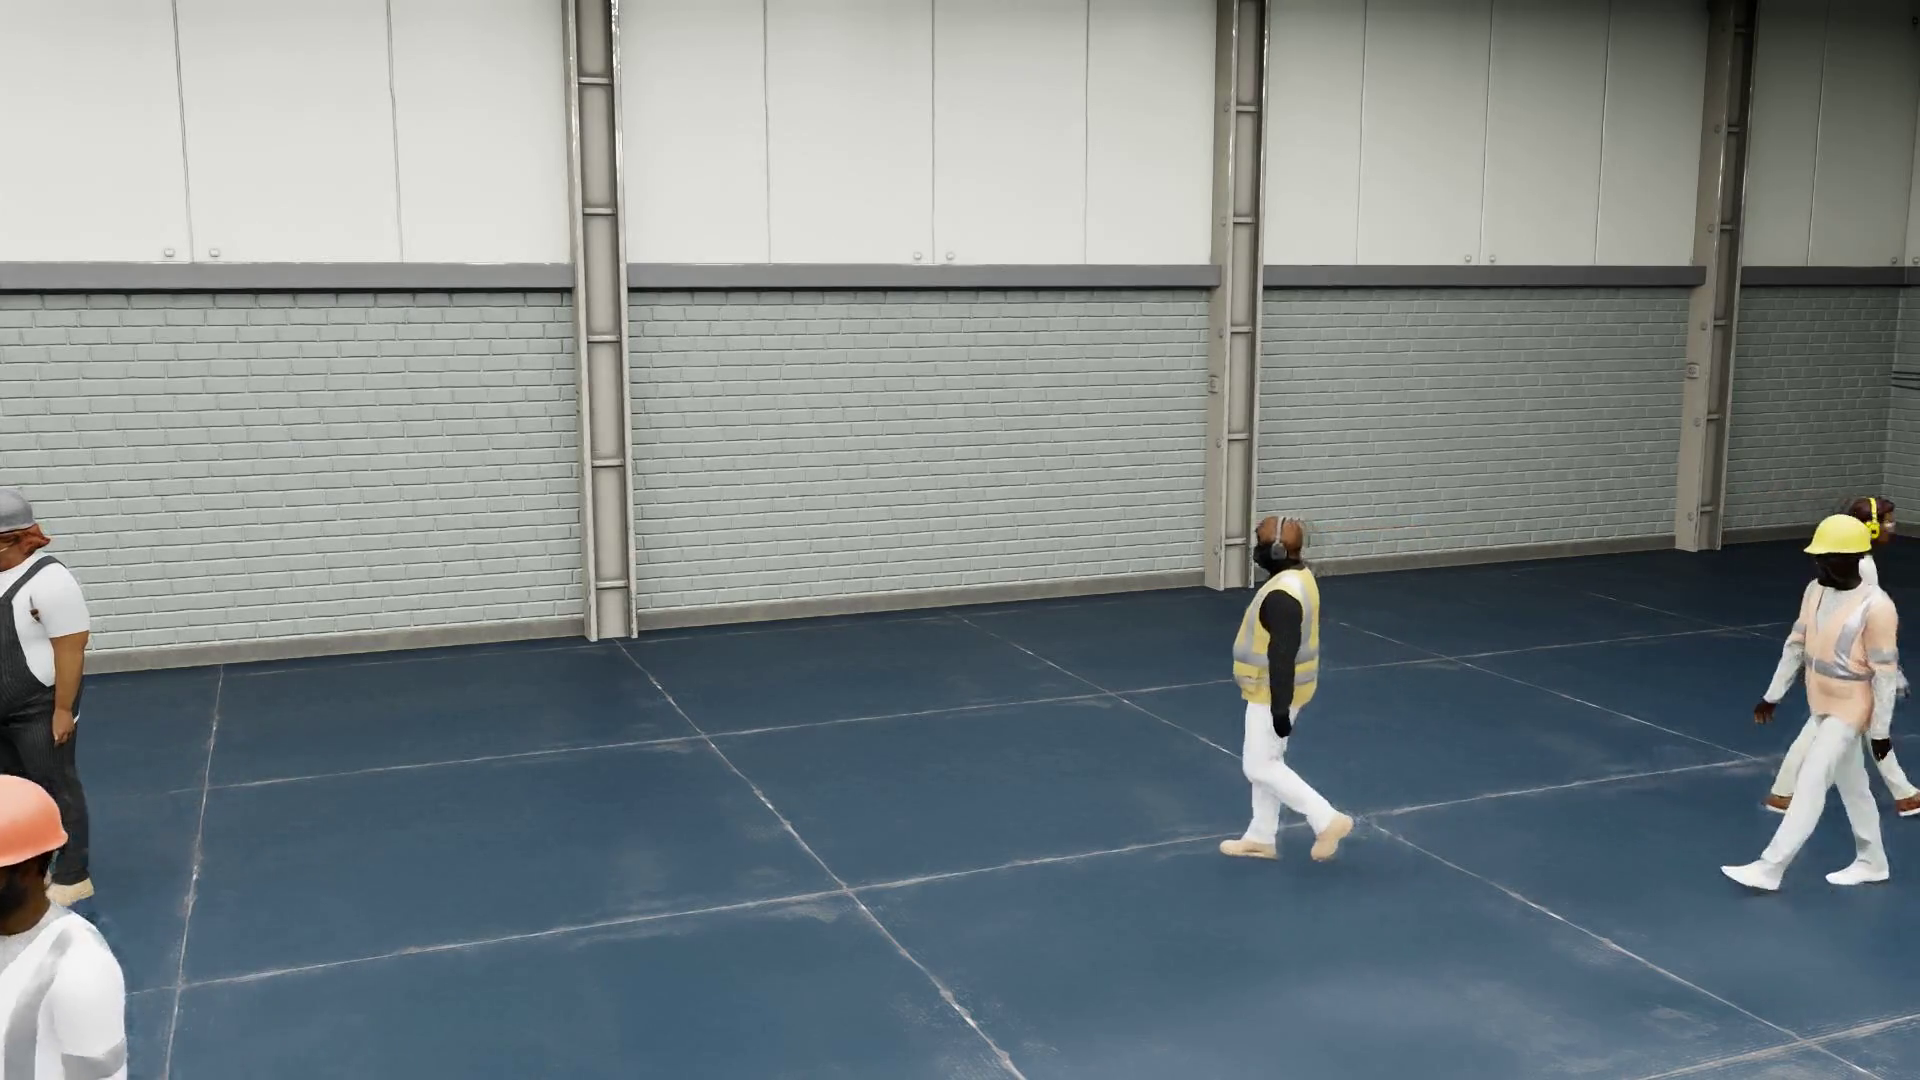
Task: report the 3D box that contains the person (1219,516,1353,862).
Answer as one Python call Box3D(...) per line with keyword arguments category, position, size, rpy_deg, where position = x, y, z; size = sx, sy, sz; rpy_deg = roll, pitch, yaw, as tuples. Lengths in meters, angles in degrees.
Box3D(category="person", position=(1.677, 0.781, 8.496), size=(0.604, 1.826, 0.631), rpy_deg=(3, 10, 19))

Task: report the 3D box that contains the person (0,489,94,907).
Box3D(category="person", position=(-4.506, 0.759, 7.948), size=(0.688, 2.000, 0.536), rpy_deg=(5, 11, 31))

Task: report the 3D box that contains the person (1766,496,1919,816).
Box3D(category="person", position=(5.015, 0.672, 9.197), size=(0.977, 1.820, 0.519), rpy_deg=(3, 10, 20))

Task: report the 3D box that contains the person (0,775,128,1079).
Box3D(category="person", position=(-2.123, 1.456, 3.958), size=(0.553, 1.923, 0.726), rpy_deg=(7, 11, 37))

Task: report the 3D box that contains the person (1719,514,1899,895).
Box3D(category="person", position=(4.197, 0.812, 8.119), size=(0.976, 1.882, 0.610), rpy_deg=(0, 9, -1))
